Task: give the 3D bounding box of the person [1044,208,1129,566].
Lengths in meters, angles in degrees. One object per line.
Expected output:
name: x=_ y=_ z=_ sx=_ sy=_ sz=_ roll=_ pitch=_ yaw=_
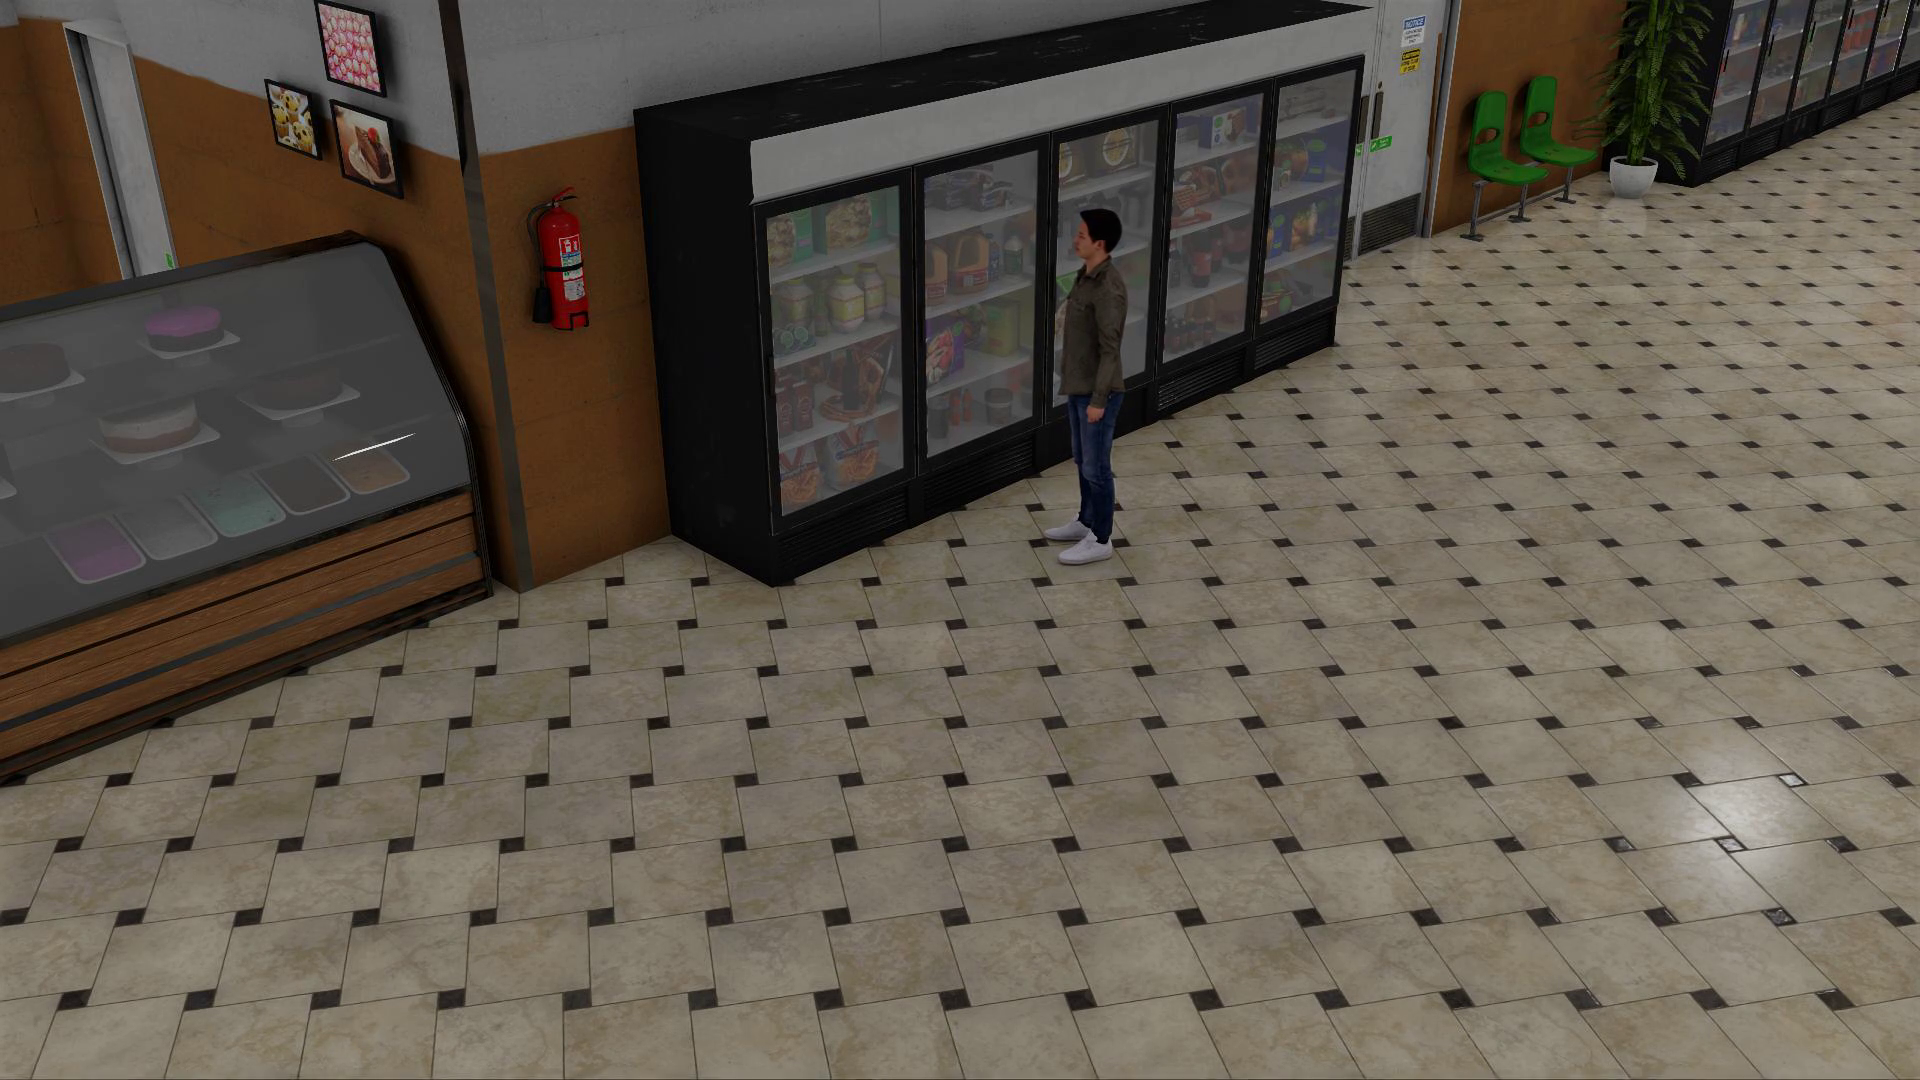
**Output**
person: x=0.690 y=-0.779 z=8.501 sx=0.853 sy=1.867 sz=0.739 roll=-5 pitch=27 yaw=-10
